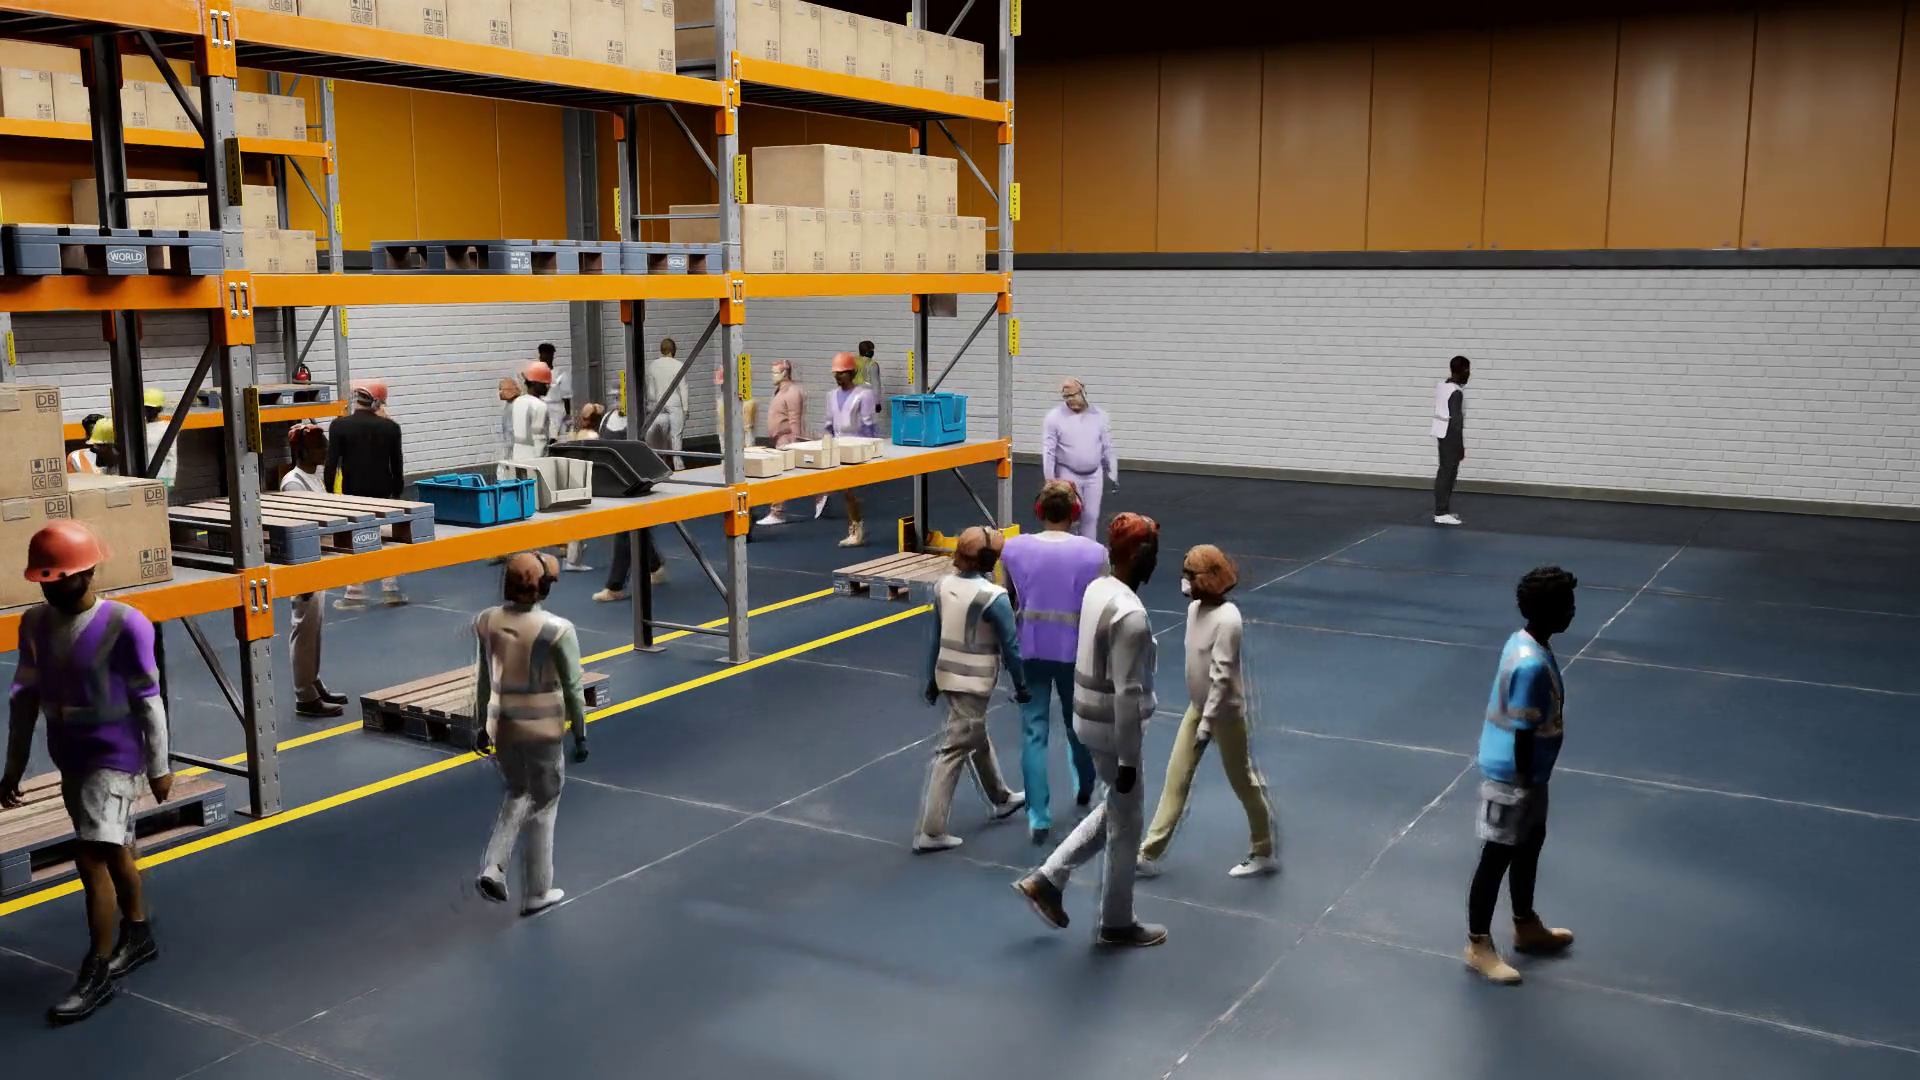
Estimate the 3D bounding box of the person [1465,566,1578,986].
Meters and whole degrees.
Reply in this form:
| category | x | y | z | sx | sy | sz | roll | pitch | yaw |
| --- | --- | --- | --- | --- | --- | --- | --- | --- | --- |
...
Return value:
| category | x | y | z | sx | sy | sz | roll | pitch | yaw |
| --- | --- | --- | --- | --- | --- | --- | --- | --- | --- |
| person | 2.308 | 0.931 | 6.717 | 0.456 | 1.685 | 0.579 | 3 | 10 | 19 |

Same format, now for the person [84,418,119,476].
| category | x | y | z | sx | sy | sz | roll | pitch | yaw |
| --- | --- | --- | --- | --- | --- | --- | --- | --- | --- |
| person | -6.060 | 0.043 | 11.846 | 0.627 | 1.810 | 0.637 | 9 | 13 | 44 |

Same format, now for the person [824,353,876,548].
| category | x | y | z | sx | sy | sz | roll | pitch | yaw |
| --- | --- | --- | --- | --- | --- | --- | --- | --- | --- |
| person | -1.174 | -0.912 | 17.152 | 0.653 | 2.026 | 0.500 | 8 | 12 | 41 |

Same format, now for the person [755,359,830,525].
| category | x | y | z | sx | sy | sz | roll | pitch | yaw |
| --- | --- | --- | --- | --- | --- | --- | --- | --- | --- |
| person | -1.907 | -1.116 | 18.886 | 0.835 | 1.883 | 0.657 | -3 | 10 | -18 |

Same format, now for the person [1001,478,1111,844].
| category | x | y | z | sx | sy | sz | roll | pitch | yaw |
| --- | --- | --- | --- | --- | --- | --- | --- | --- | --- |
| person | 0.495 | 0.576 | 8.561 | 0.576 | 1.805 | 0.947 | 1 | 9 | 9 |

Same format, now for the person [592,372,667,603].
| category | x | y | z | sx | sy | sz | roll | pitch | yaw |
| --- | --- | --- | --- | --- | --- | --- | --- | --- | --- |
| person | -2.909 | -0.521 | 14.675 | 0.678 | 2.000 | 0.988 | 8 | 12 | 39 |

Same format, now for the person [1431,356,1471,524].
| category | x | y | z | sx | sy | sz | roll | pitch | yaw |
| --- | --- | --- | --- | --- | --- | --- | --- | --- | --- |
| person | 5.594 | -1.144 | 19.020 | 0.376 | 1.896 | 0.684 | 1 | 9 | 4 |

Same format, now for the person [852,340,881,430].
| category | x | y | z | sx | sy | sz | roll | pitch | yaw |
| --- | --- | --- | --- | --- | --- | --- | --- | --- | --- |
| person | -1.398 | -2.069 | 24.957 | 0.430 | 1.845 | 0.619 | -9 | 13 | -43 |

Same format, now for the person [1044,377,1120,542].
| category | x | y | z | sx | sy | sz | roll | pitch | yaw |
| --- | --- | --- | --- | --- | --- | --- | --- | --- | --- |
| person | 1.150 | -0.587 | 15.617 | 0.684 | 1.875 | 0.435 | -3 | 9 | -15 |

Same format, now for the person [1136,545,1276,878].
| category | x | y | z | sx | sy | sz | roll | pitch | yaw |
| --- | --- | --- | --- | --- | --- | --- | --- | --- | --- |
| person | 1.125 | 0.816 | 7.720 | 0.843 | 1.586 | 0.520 | -3 | 10 | -19 |

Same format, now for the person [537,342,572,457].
| category | x | y | z | sx | sy | sz | roll | pitch | yaw |
| --- | --- | --- | --- | --- | --- | --- | --- | --- | --- |
| person | -5.479 | -1.688 | 22.288 | 0.613 | 1.941 | 0.884 | 3 | 10 | 19 |

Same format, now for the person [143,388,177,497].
| category | x | y | z | sx | sy | sz | roll | pitch | yaw |
| --- | --- | --- | --- | --- | --- | --- | --- | --- | --- |
| person | -7.795 | -0.604 | 16.068 | 0.561 | 1.745 | 0.537 | 3 | 10 | 21 |

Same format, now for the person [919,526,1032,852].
| category | x | y | z | sx | sy | sz | roll | pitch | yaw |
| --- | --- | --- | --- | --- | --- | --- | --- | --- | --- |
| person | 0.120 | 0.721 | 8.279 | 0.867 | 1.598 | 0.509 | -6 | 11 | -34 |

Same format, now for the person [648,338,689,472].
| category | x | y | z | sx | sy | sz | roll | pitch | yaw |
| --- | --- | --- | --- | --- | --- | --- | --- | --- | --- |
| person | -4.064 | -1.856 | 23.328 | 0.631 | 1.940 | 0.372 | 4 | 10 | 24 |

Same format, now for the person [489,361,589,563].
| category | x | y | z | sx | sy | sz | roll | pitch | yaw |
| --- | --- | --- | --- | --- | --- | --- | --- | --- | --- |
| person | -4.208 | -0.756 | 16.328 | 1.045 | 1.986 | 0.671 | -9 | 12 | -43 |

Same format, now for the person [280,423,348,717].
| category | x | y | z | sx | sy | sz | roll | pitch | yaw |
| --- | --- | --- | --- | --- | --- | --- | --- | --- | --- |
| person | -4.189 | 0.189 | 10.737 | 0.362 | 1.882 | 0.576 | -2 | 9 | -10 |

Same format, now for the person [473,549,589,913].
| category | x | y | z | sx | sy | sz | roll | pitch | yaw |
| --- | --- | --- | --- | --- | --- | --- | --- | --- | --- |
| person | -1.897 | 0.853 | 7.359 | 0.544 | 1.623 | 0.374 | 4 | 10 | 21 |

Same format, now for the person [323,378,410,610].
| category | x | y | z | sx | sy | sz | roll | pitch | yaw |
| --- | --- | --- | --- | --- | --- | --- | --- | --- | --- |
| person | -5.050 | -0.387 | 14.131 | 0.683 | 1.951 | 0.421 | -7 | 11 | -36 |

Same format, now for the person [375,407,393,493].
| category | x | y | z | sx | sy | sz | roll | pitch | yaw |
| --- | --- | --- | --- | --- | --- | --- | --- | --- | --- |
| person | -5.449 | -0.466 | 15.596 | 0.269 | 1.632 | 0.509 | -5 | 11 | -30 |

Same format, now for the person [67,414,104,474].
| category | x | y | z | sx | sy | sz | roll | pitch | yaw |
| --- | --- | --- | --- | --- | --- | --- | --- | --- | --- |
| person | -7.060 | -0.195 | 13.707 | 0.531 | 1.697 | 0.320 | -3 | 10 | -17 |

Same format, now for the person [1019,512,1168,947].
| category | x | y | z | sx | sy | sz | roll | pitch | yaw |
| --- | --- | --- | --- | --- | --- | --- | --- | --- | --- |
| person | 0.596 | 0.810 | 6.911 | 0.519 | 1.865 | 0.594 | -2 | 9 | -10 |

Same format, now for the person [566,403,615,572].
| category | x | y | z | sx | sy | sz | roll | pitch | yaw |
| --- | --- | --- | --- | --- | --- | --- | --- | --- | --- |
| person | -3.421 | -0.499 | 15.883 | 0.832 | 1.594 | 0.543 | -4 | 10 | -25 |

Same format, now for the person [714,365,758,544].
| category | x | y | z | sx | sy | sz | roll | pitch | yaw |
| --- | --- | --- | --- | --- | --- | --- | --- | --- | --- |
| person | -2.332 | -0.894 | 17.406 | 0.551 | 1.912 | 0.531 | 6 | 11 | 34 |

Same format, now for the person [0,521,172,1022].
| category | x | y | z | sx | sy | sz | roll | pitch | yaw |
| --- | --- | --- | --- | --- | --- | --- | --- | --- | --- |
| person | -3.425 | 0.866 | 6.427 | 0.590 | 1.897 | 0.816 | 3 | 10 | 17 |

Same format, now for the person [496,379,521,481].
| category | x | y | z | sx | sy | sz | roll | pitch | yaw |
| --- | --- | --- | --- | --- | --- | --- | --- | --- | --- |
| person | -5.315 | -1.062 | 19.352 | 0.669 | 1.608 | 0.523 | -3 | 10 | -20 |
